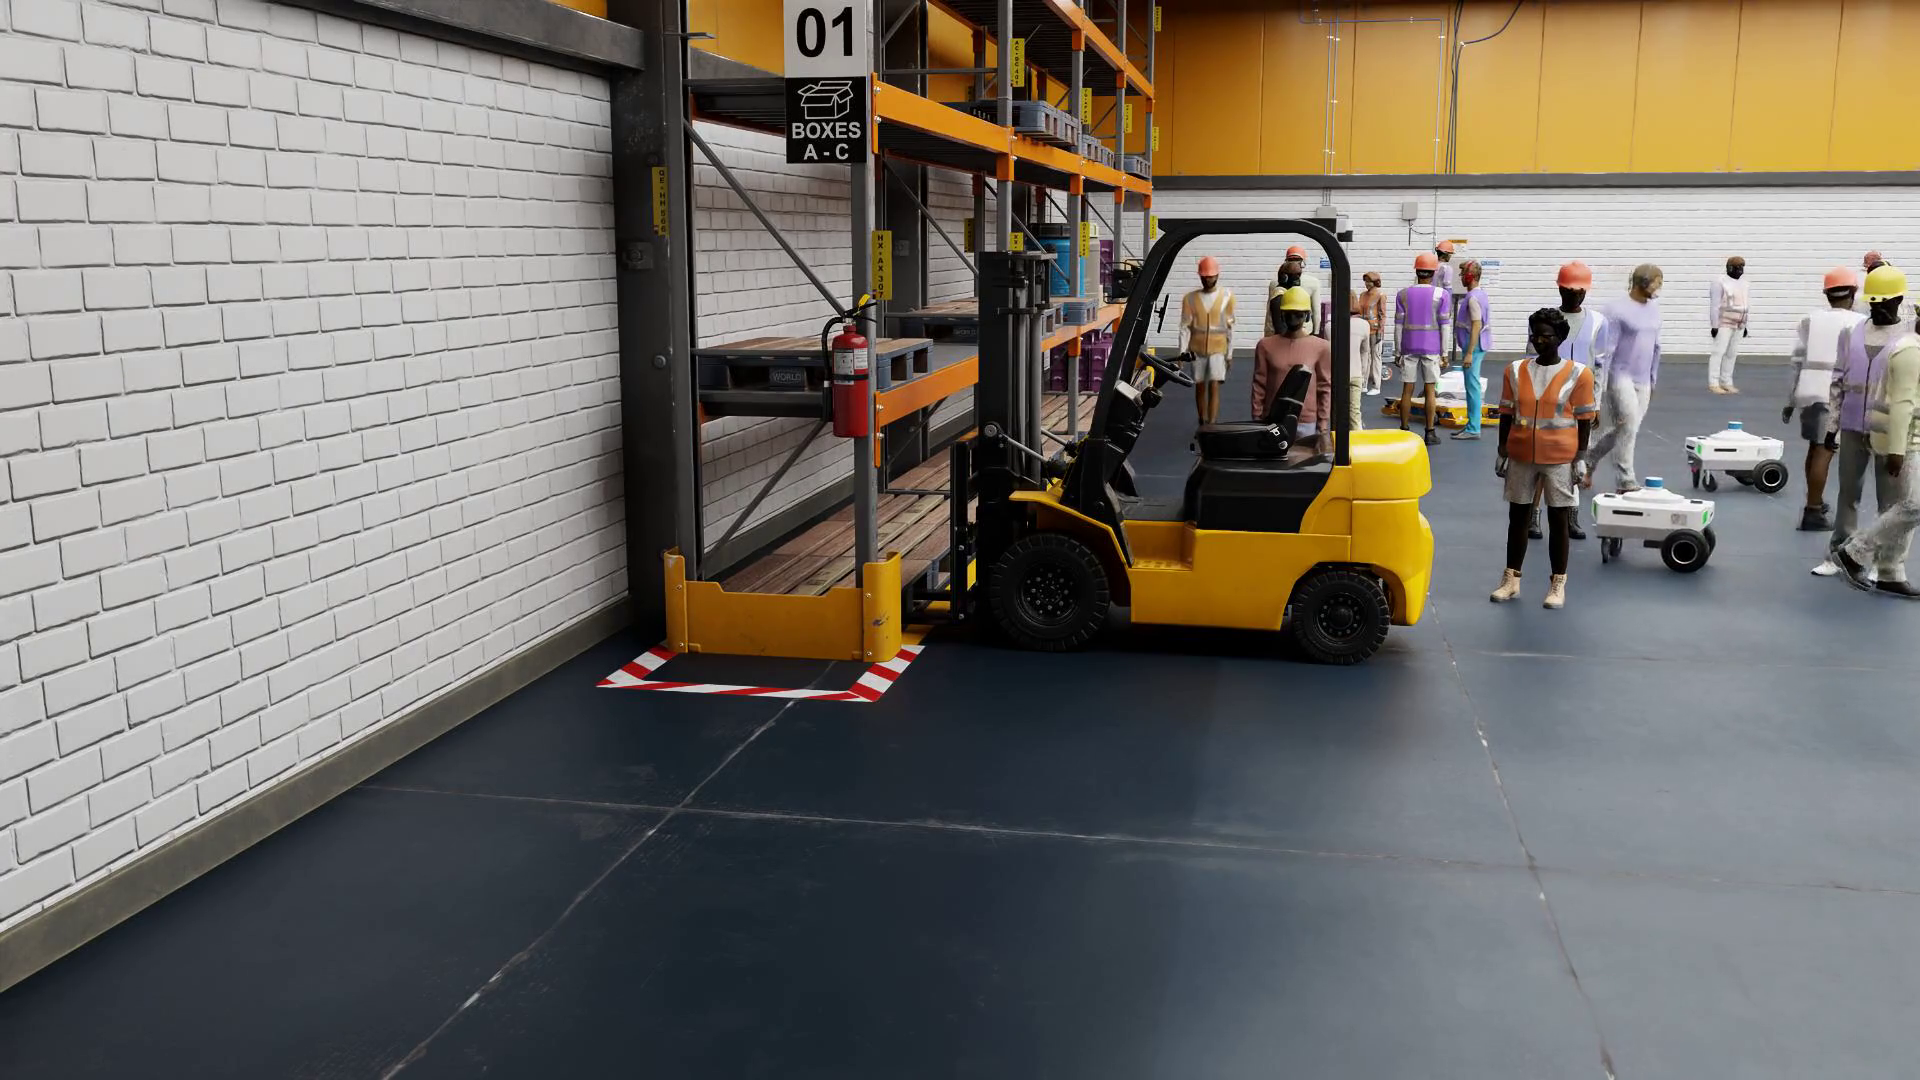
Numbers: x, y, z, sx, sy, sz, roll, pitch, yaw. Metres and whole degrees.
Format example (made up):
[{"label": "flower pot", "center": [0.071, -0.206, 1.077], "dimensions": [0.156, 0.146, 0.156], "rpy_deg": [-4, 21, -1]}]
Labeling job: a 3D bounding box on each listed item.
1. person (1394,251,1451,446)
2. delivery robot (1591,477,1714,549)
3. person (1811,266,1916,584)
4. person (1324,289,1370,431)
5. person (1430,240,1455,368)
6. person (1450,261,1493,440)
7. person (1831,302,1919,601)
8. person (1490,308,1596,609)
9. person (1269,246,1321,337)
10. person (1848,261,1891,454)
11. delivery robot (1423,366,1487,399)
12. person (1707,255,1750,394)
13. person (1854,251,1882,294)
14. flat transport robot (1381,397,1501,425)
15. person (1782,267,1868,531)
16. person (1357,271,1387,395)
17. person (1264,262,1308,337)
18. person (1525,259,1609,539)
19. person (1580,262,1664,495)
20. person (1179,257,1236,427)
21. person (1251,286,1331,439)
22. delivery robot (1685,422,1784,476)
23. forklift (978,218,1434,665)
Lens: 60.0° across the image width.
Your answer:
[{"label": "person", "center": [4.644, -1.918, 16.731], "dimensions": [0.551, 1.941, 0.342], "rpy_deg": [5, 12, 27]}, {"label": "delivery robot", "center": [4.417, -0.158, 10.630], "dimensions": [0.707, 0.478, 0.477], "rpy_deg": [6, 12, 28]}, {"label": "person", "center": [5.548, -0.695, 10.096], "dimensions": [0.380, 1.917, 0.586], "rpy_deg": [-8, 13, -37]}, {"label": "person", "center": [3.438, -1.434, 14.915], "dimensions": [0.500, 1.636, 0.280], "rpy_deg": [-6, 12, -28]}, {"label": "person", "center": [7.701, -3.775, 26.678], "dimensions": [0.401, 2.032, 0.613], "rpy_deg": [-4, 11, -21]}, {"label": "person", "center": [5.299, -1.948, 17.172], "dimensions": [0.389, 1.841, 0.564], "rpy_deg": [4, 11, 20]}, {"label": "person", "center": [5.460, -0.543, 9.587], "dimensions": [0.472, 1.798, 0.637], "rpy_deg": [8, 13, 37]}, {"label": "person", "center": [3.291, -0.461, 9.417], "dimensions": [0.542, 1.695, 0.316], "rpy_deg": [8, 13, 37]}, {"label": "person", "center": [3.869, -2.402, 19.261], "dimensions": [0.608, 1.987, 0.388], "rpy_deg": [3, 11, 14]}, {"label": "person", "center": [8.814, -1.763, 16.102], "dimensions": [0.327, 1.865, 0.521], "rpy_deg": [-5, 11, -25]}, {"label": "delivery robot", "center": [5.893, -1.828, 19.786], "dimensions": [0.707, 0.478, 0.477], "rpy_deg": [-2, 10, -12]}, {"label": "person", "center": [10.276, -2.864, 22.196], "dimensions": [0.633, 1.841, 0.429], "rpy_deg": [-5, 11, -24]}, {"label": "person", "center": [12.032, -2.871, 22.062], "dimensions": [0.651, 1.904, 0.403], "rpy_deg": [10, 14, 44]}, {"label": "flat transport robot", "center": [5.466, -1.474, 18.882], "dimensions": [0.652, 0.197, 1.431], "rpy_deg": [-4, 11, -19]}, {"label": "person", "center": [6.290, -1.023, 12.050], "dimensions": [0.856, 1.866, 0.578], "rpy_deg": [-6, 12, -31]}, {"label": "person", "center": [5.437, -2.736, 22.057], "dimensions": [0.307, 1.637, 0.512], "rpy_deg": [-5, 12, -28]}, {"label": "person", "center": [3.287, -1.880, 16.813], "dimensions": [0.429, 1.837, 0.634], "rpy_deg": [2, 11, 13]}, {"label": "person", "center": [4.190, -0.965, 11.526], "dimensions": [0.544, 1.935, 0.361], "rpy_deg": [1, 10, 5]}, {"label": "person", "center": [5.320, -1.278, 13.375], "dimensions": [0.650, 1.903, 0.872], "rpy_deg": [-5, 12, -26]}, {"label": "person", "center": [2.526, -1.945, 17.021], "dimensions": [0.555, 1.896, 0.902], "rpy_deg": [3, 11, 13]}, {"label": "person", "center": [2.180, -0.782, 10.980], "dimensions": [0.525, 1.772, 0.304], "rpy_deg": [3, 11, 17]}, {"label": "delivery robot", "center": [6.415, -0.737, 13.803], "dimensions": [0.707, 0.478, 0.477], "rpy_deg": [1, 10, 5]}, {"label": "forklift", "center": [1.285, -0.567, 8.635], "dimensions": [2.313, 2.155, 1.214], "rpy_deg": [2, 11, 11]}]
